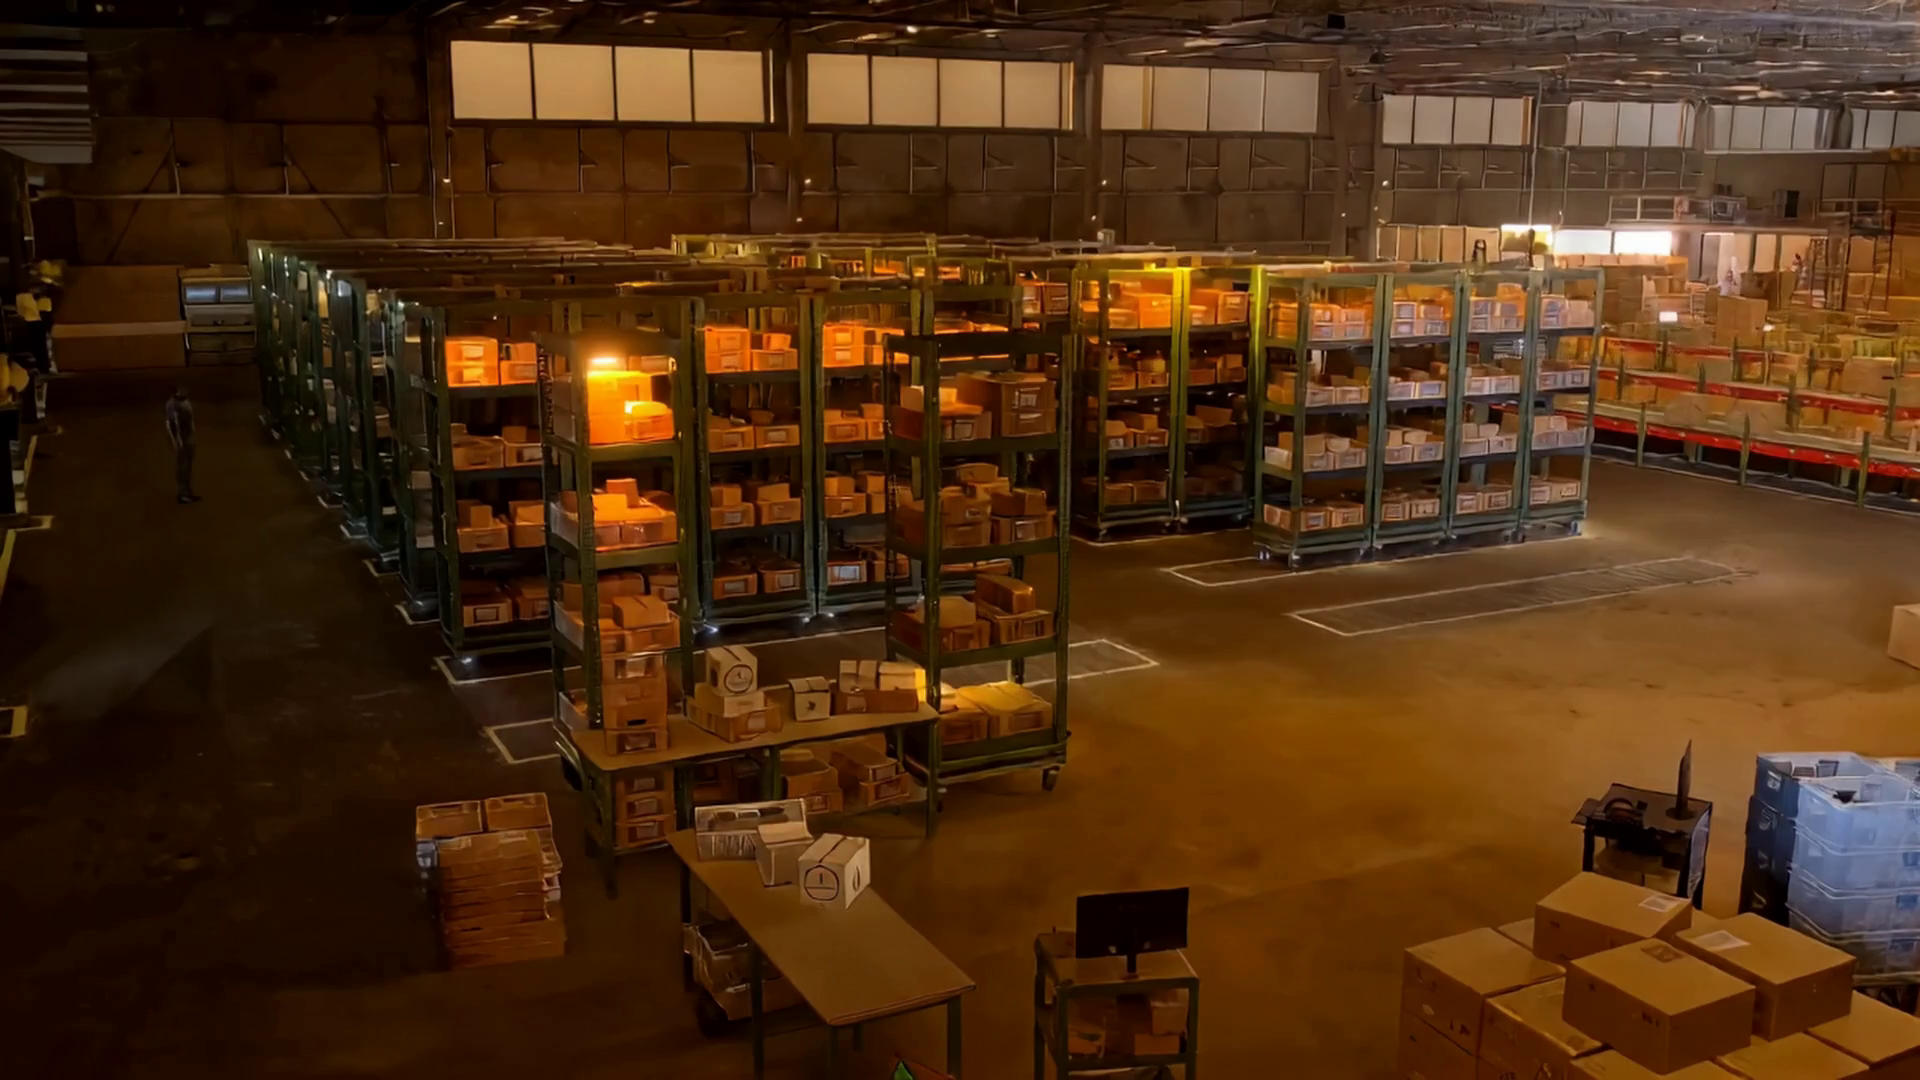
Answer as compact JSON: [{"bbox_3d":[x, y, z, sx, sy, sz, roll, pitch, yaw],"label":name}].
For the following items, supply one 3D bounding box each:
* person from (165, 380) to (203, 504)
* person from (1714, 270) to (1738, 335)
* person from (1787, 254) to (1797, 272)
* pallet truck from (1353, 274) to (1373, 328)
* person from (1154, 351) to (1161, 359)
[{"bbox_3d":[-11.620,-1.467,24.816,0.374,1.840,0.569,0,12,1],"label":"person"},{"bbox_3d":[24.096,-7.447,52.305,0.366,2.048,0.608,-7,14,-29],"label":"person"},{"bbox_3d":[34.442,-10.910,68.894,0.358,1.881,0.574,10,16,39],"label":"person"},{"bbox_3d":[13.011,-8.050,55.243,0.823,1.965,1.885,-7,14,-28],"label":"pallet truck"},{"bbox_3d":[5.174,-5.420,43.260,0.658,1.854,1.007,5,13,21],"label":"person"}]
